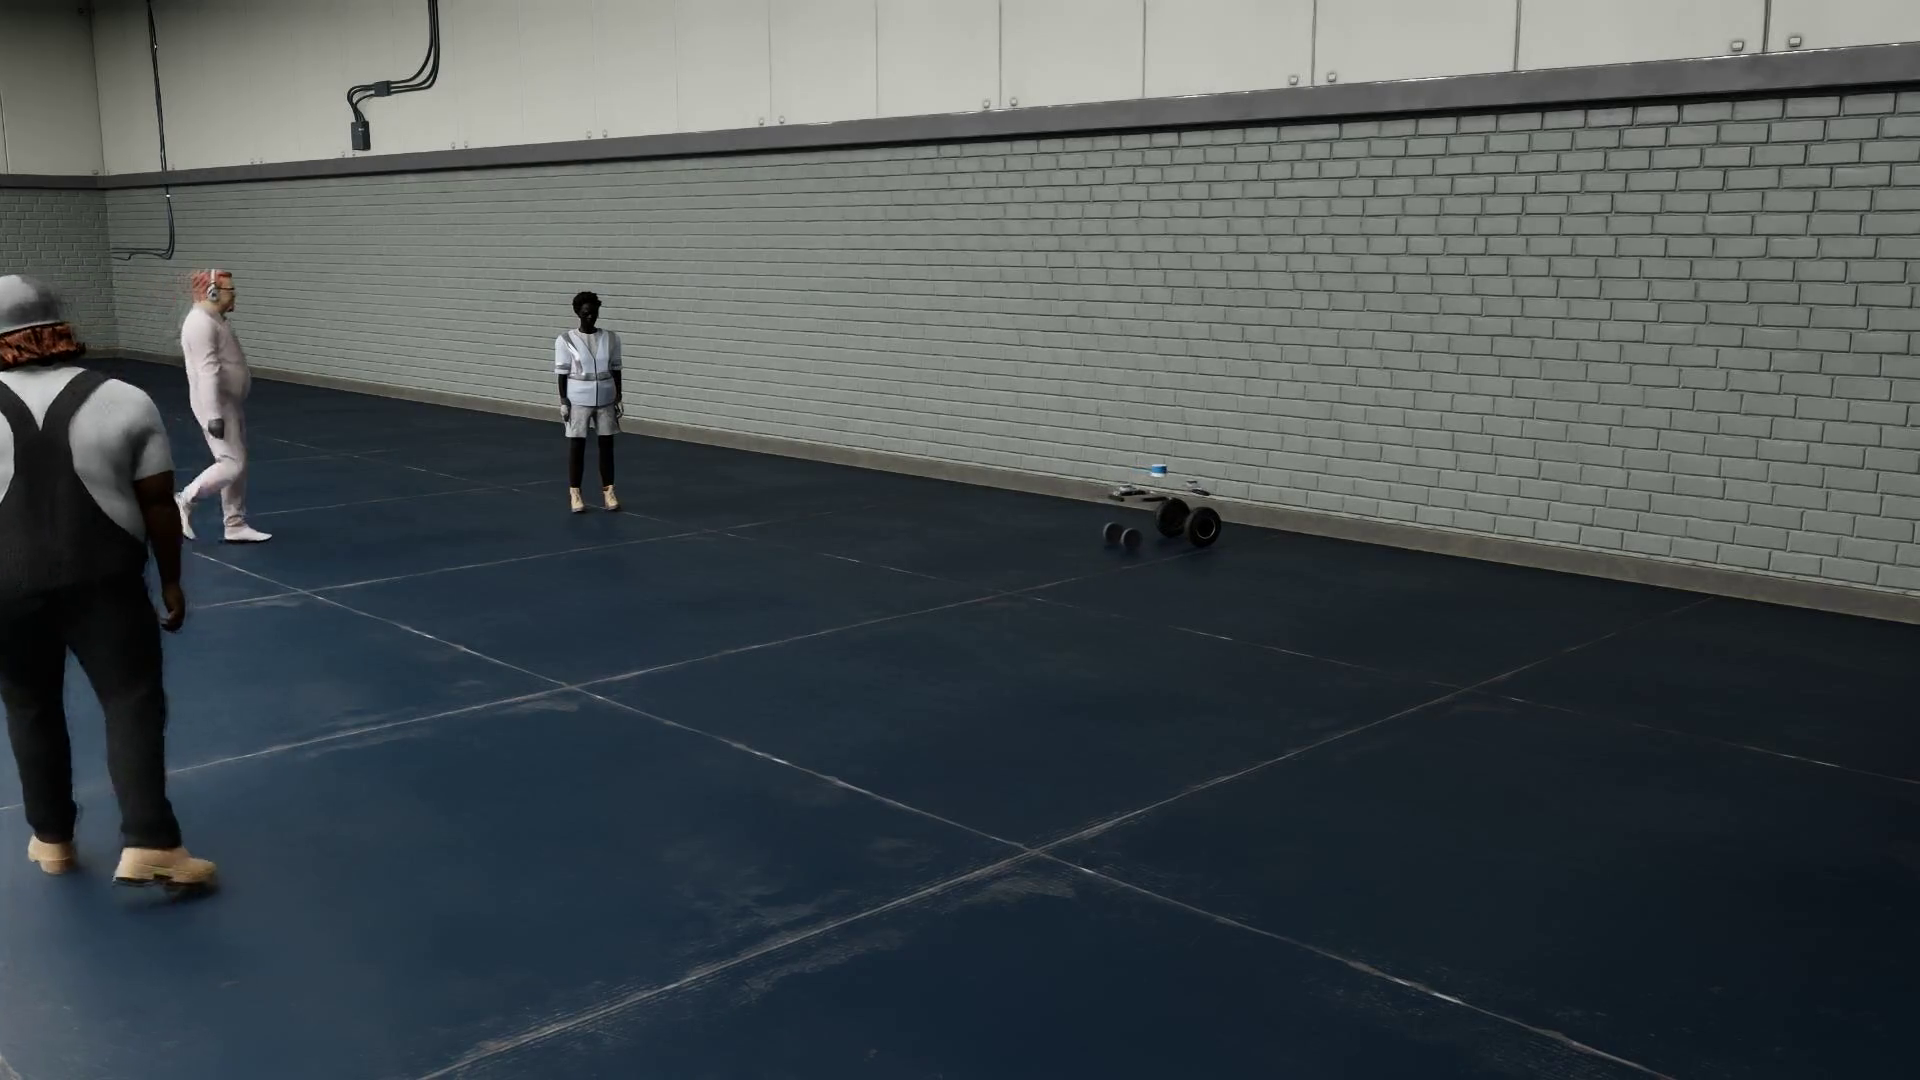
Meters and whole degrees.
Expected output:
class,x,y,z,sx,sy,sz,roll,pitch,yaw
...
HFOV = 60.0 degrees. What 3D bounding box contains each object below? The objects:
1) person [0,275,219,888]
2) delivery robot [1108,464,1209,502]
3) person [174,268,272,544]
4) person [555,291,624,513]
class,x,y,z,sx,sy,sz,roll,pitch,yaw
person,-2.889,0.138,5.391,0.730,2.000,0.811,-4,11,-23
delivery robot,1.371,-0.407,11.451,0.699,0.223,0.335,-4,11,-22
person,-5.084,-0.892,11.293,0.550,1.888,0.654,-2,11,-13
person,-2.837,-1.060,12.771,0.530,1.689,0.321,-6,12,-30
